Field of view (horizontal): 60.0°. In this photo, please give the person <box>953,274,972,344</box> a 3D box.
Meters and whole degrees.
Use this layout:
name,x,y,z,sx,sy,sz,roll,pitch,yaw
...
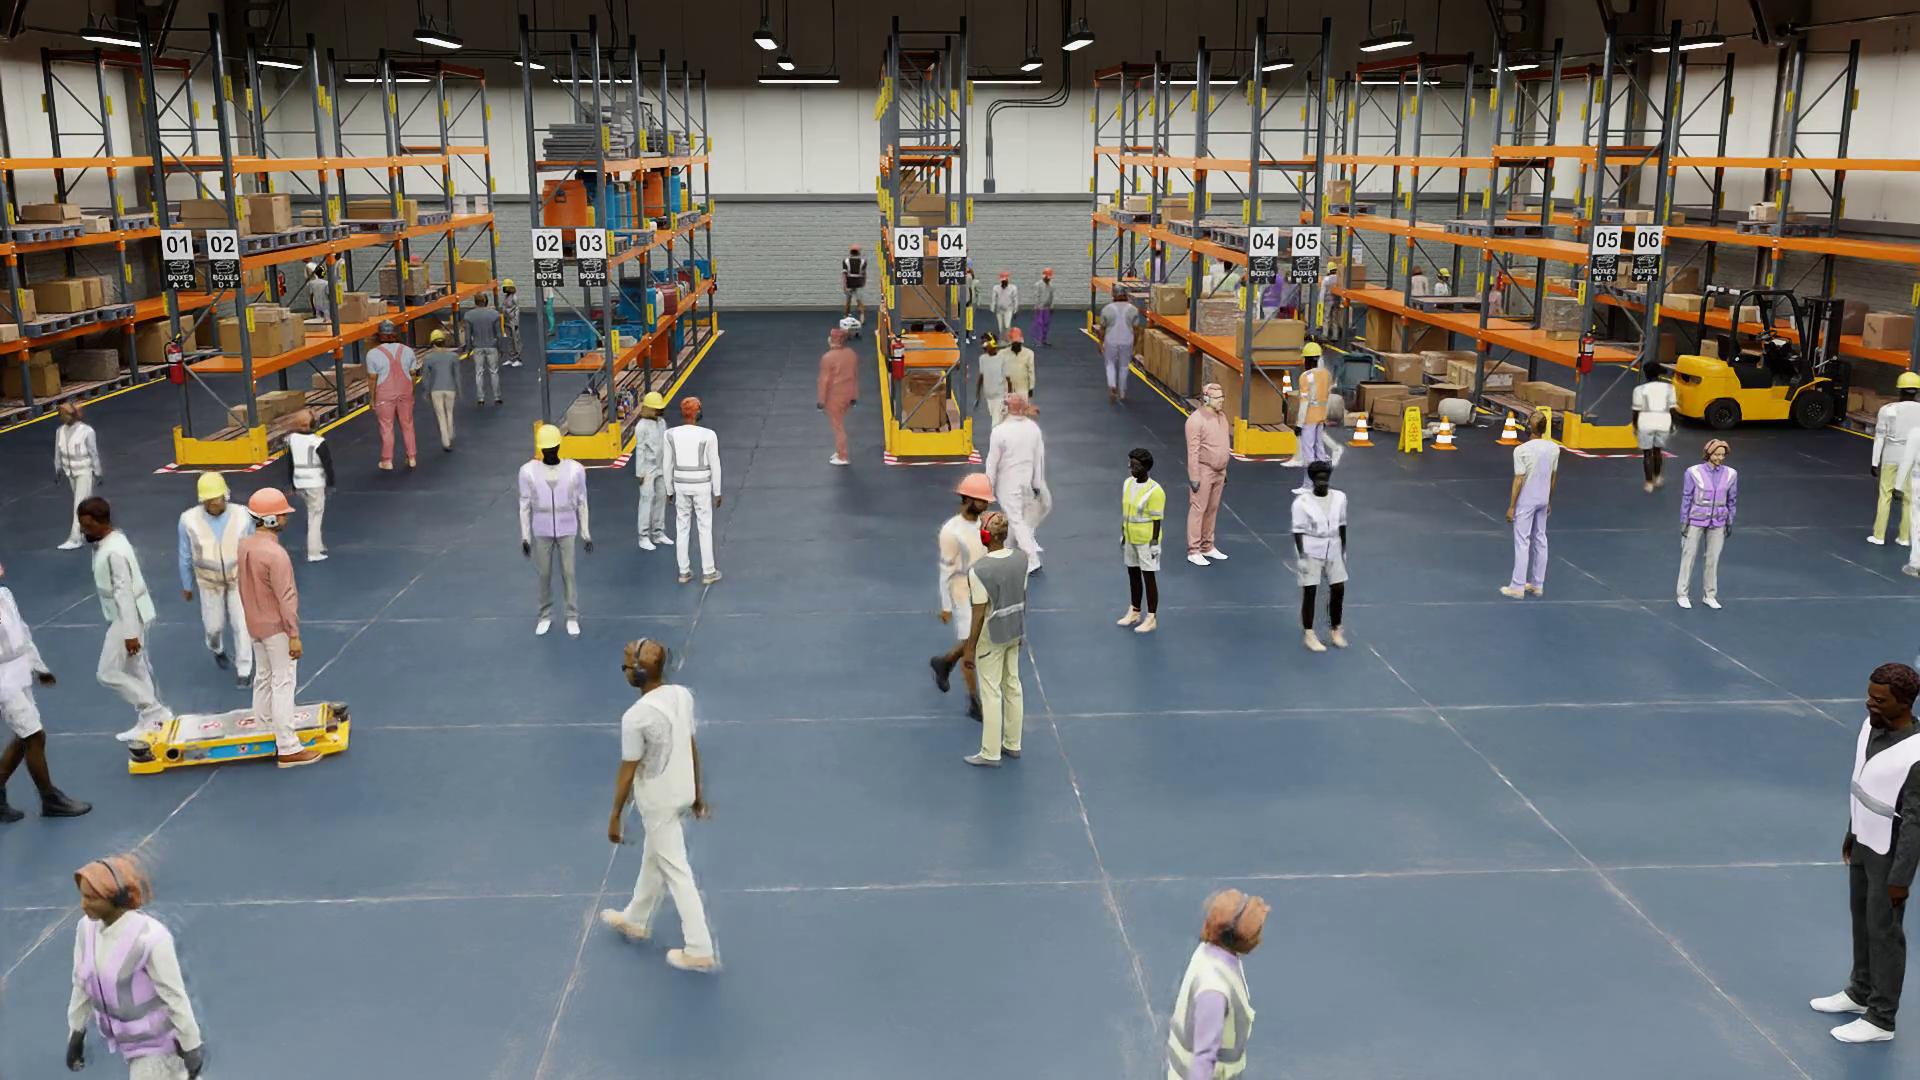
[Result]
name,x,y,z,sx,sy,sz,roll,pitch,yaw
person,0.021,-5.314,37.174,0.506,1.862,0.331,2,13,10

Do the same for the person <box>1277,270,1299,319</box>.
name,x,y,z,sx,sy,sz,roll,pitch,yaw
person,7.334,-5.211,37.212,0.498,1.634,0.282,0,13,0

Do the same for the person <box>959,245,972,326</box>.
name,x,y,z,sx,sy,sz,roll,pitch,yaw
person,0.053,-6.271,40.819,0.367,2.048,0.607,-9,16,-34

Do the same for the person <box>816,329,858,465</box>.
name,x,y,z,sx,sy,sz,roll,pitch,yaw
person,-1.746,-1.973,22.976,0.599,1.872,0.668,10,16,35

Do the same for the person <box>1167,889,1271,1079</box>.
name,x,y,z,sx,sy,sz,roll,pitch,yaw
person,0.912,2.089,6.392,0.681,1.629,0.558,2,13,8

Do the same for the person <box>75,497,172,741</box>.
name,x,y,z,sx,sy,sz,roll,pitch,yaw
person,-6.083,0.593,12.070,0.453,1.889,0.692,-8,16,-31

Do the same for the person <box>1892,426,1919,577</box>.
name,x,y,z,sx,sy,sz,roll,pitch,yaw
person,9.874,-0.555,16.989,0.591,1.872,0.480,0,13,1

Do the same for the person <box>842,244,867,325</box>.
name,x,y,z,sx,sy,sz,roll,pitch,yaw
person,-2.604,-6.294,41.051,0.608,1.990,0.741,-2,13,-7

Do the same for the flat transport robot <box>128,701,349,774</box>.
name,x,y,z,sx,sy,sz,roll,pitch,yaw
flat transport robot,-5.203,1.416,12.062,1.431,0.197,0.652,-5,14,-19

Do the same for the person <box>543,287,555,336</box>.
name,x,y,z,sx,sy,sz,roll,pitch,yaw
person,-9.616,-5.630,38.709,0.313,1.769,0.525,-2,13,-7

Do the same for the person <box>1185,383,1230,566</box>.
name,x,y,z,sx,sy,sz,roll,pitch,yaw
person,2.632,-0.699,17.513,0.407,1.910,0.638,11,17,39

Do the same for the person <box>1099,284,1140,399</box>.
name,x,y,z,sx,sy,sz,roll,pitch,yaw
person,2.766,-3.443,28.854,0.703,2.000,0.651,0,13,0

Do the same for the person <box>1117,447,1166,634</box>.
name,x,y,z,sx,sy,sz,roll,pitch,yaw
person,1.640,-0.003,15.039,0.320,1.691,0.534,-8,15,-31

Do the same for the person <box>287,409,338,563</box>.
name,x,y,z,sx,sy,sz,roll,pitch,yaw
person,-6.825,-0.590,17.662,0.538,1.619,0.568,6,14,23

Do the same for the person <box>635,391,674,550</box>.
name,x,y,z,sx,sy,sz,roll,pitch,yaw
person,-3.327,-0.768,18.180,0.342,1.733,0.521,7,15,27

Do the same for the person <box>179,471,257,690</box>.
name,x,y,z,sx,sy,sz,roll,pitch,yaw
person,-5.973,0.300,13.485,0.621,1.809,0.591,-6,15,-24

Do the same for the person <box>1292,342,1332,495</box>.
name,x,y,z,sx,sy,sz,roll,pitch,yaw
person,4.422,-1.528,20.985,0.593,1.925,0.384,-12,18,-42

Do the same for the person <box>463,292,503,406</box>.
name,x,y,z,sx,sy,sz,roll,pitch,yaw
person,-8.057,-3.232,28.188,0.627,1.936,0.374,-3,14,-12

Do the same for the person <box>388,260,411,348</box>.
name,x,y,z,sx,sy,sz,roll,pitch,yaw
person,-11.973,-4.959,35.407,0.618,1.988,0.397,-1,13,-4

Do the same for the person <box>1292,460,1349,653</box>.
name,x,y,z,sx,sy,sz,roll,pitch,yaw
person,3.136,0.135,14.452,0.546,1.682,0.395,-4,14,-15

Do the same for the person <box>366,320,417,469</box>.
name,x,y,z,sx,sy,sz,roll,pitch,yaw
person,-7.775,-1.994,22.713,0.679,2.000,0.537,-11,17,-38

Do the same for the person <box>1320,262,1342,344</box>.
name,x,y,z,sx,sy,sz,roll,pitch,yaw
person,8.263,-5.284,37.123,0.593,1.827,0.404,-6,15,-24

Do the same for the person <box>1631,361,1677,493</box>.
name,x,y,z,sx,sy,sz,roll,pitch,yaw
person,8.815,-1.446,21.209,0.563,1.654,0.611,0,13,2

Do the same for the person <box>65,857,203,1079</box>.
name,x,y,z,sx,sy,sz,roll,pitch,yaw
person,-3.308,2.017,6.650,0.541,1.596,0.845,8,15,30

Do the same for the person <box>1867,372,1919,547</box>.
name,x,y,z,sx,sy,sz,roll,pitch,yaw
person,10.334,-0.883,18.277,0.588,1.919,0.398,3,14,12

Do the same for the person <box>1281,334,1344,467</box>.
name,x,y,z,sx,sy,sz,roll,pitch,yaw
person,4.849,-1.887,22.696,0.771,1.845,0.524,-2,13,-8

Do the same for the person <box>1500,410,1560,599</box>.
name,x,y,z,sx,sy,sz,roll,pitch,yaw
person,5.535,-0.344,16.146,0.508,1.846,0.345,-5,14,-21

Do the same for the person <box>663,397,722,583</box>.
name,x,y,z,sx,sy,sz,roll,pitch,yaw
person,-2.679,-0.499,16.717,0.583,1.882,0.337,2,13,10

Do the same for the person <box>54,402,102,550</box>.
name,x,y,z,sx,sy,sz,roll,pitch,yaw
person,-9.726,-0.721,18.306,0.535,1.584,0.841,5,14,20

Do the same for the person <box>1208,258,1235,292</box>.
name,x,y,z,sx,sy,sz,roll,pitch,yaw
person,6.247,-5.914,39.699,0.673,1.855,0.960,4,14,16

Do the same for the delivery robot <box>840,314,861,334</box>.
name,x,y,z,sx,sy,sz,roll,pitch,yaw
delivery robot,-2.507,-4.922,38.102,0.477,0.478,0.707,-5,14,-20

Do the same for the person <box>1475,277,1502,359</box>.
name,x,y,z,sx,sy,sz,roll,pitch,yaw
person,10.804,-4.537,34.101,0.540,1.750,0.387,3,14,14

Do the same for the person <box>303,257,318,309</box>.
name,x,y,z,sx,sy,sz,roll,pitch,yaw
person,-15.895,-6.170,40.892,0.445,1.823,0.579,-1,13,-4

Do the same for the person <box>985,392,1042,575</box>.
name,x,y,z,sx,sy,sz,roll,pitch,yaw
person,0.561,-0.588,17.142,0.656,1.867,0.969,-12,18,-41

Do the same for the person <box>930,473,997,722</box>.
name,x,y,z,sx,sy,sz,roll,pitch,yaw
person,0.053,0.405,12.829,0.757,1.913,0.552,13,18,43

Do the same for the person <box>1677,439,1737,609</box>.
name,x,y,z,sx,sy,sz,roll,pitch,yaw
person,7.085,-0.152,15.792,0.514,1.634,0.313,0,13,1

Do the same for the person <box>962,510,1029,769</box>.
name,x,y,z,sx,sy,sz,roll,pitch,yaw
person,0.261,0.702,11.706,0.389,1.847,0.563,12,18,40

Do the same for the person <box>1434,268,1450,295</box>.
name,x,y,z,sx,sy,sz,roll,pitch,yaw
person,10.390,-4.983,35.966,0.321,1.769,0.523,9,16,34

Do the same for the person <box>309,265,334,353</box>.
name,x,y,z,sx,sy,sz,roll,pitch,yaw
person,-13.572,-4.913,35.446,0.526,1.871,0.324,2,13,10

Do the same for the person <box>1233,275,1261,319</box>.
name,x,y,z,sx,sy,sz,roll,pitch,yaw
person,5.595,-4.266,32.672,0.573,1.887,0.355,3,14,13

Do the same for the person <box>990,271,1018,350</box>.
name,x,y,z,sx,sy,sz,roll,pitch,yaw
person,0.922,-4.920,35.799,0.566,1.721,0.761,5,14,19

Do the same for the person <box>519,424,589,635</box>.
name,x,y,z,sx,sy,sz,roll,pitch,yaw
person,-3.631,-0.091,14.909,0.593,1.924,0.384,-3,14,-12

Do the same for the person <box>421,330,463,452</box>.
name,x,y,z,sx,sy,sz,roll,pitch,yaw
person,-7.538,-2.173,24.094,0.553,1.736,0.740,-9,16,-33

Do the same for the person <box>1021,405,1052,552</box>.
name,x,y,z,sx,sy,sz,roll,pitch,yaw
person,0.791,-0.665,17.968,0.388,1.614,0.539,5,14,20

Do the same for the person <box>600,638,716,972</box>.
name,x,y,z,sx,sy,sz,roll,pitch,yaw
person,-1.679,1.393,8.872,0.909,1.800,0.529,6,15,24

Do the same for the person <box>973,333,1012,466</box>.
name,x,y,z,sx,sy,sz,roll,pitch,yaw
person,0.411,-1.926,22.888,0.494,1.823,0.863,11,17,40

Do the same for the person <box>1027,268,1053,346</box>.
name,x,y,z,sx,sy,sz,roll,pitch,yaw
person,1.813,-5.148,36.748,0.505,1.725,0.668,12,18,42

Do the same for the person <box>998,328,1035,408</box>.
name,x,y,z,sx,sy,sz,roll,pitch,yaw
person,0.818,-2.264,24.507,0.567,1.733,0.372,0,13,2

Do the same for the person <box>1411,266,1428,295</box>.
name,x,y,z,sx,sy,sz,roll,pitch,yaw
person,10.828,-5.693,39.372,0.495,1.577,0.852,0,13,-2

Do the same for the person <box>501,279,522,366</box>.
name,x,y,z,sx,sy,sz,roll,pitch,yaw
person,-9.021,-4.359,33.372,0.491,1.744,0.295,12,18,41

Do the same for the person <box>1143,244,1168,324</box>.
name,x,y,z,sx,sy,sz,roll,pitch,yaw
person,4.803,-6.267,40.902,0.628,1.996,0.991,1,13,3

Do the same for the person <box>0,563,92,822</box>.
name,x,y,z,sx,sy,sz,roll,pitch,yaw
person,-6.077,0.919,10.721,0.656,1.884,0.646,-4,14,-16

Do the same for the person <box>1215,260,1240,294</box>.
name,x,y,z,sx,sy,sz,roll,pitch,yaw
person,5.985,-5.378,37.429,0.593,1.874,1.021,-1,13,-5

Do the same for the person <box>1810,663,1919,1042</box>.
name,x,y,z,sx,sy,sz,roll,pitch,yaw
person,4.519,1.516,8.130,0.396,1.911,0.588,1,13,6

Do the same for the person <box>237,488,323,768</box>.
name,x,y,z,sx,sy,sz,roll,pitch,yaw
person,-4.841,0.612,11.774,0.621,1.992,0.397,11,17,40

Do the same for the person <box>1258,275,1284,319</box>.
name,x,y,z,sx,sy,sz,roll,pitch,yaw
person,6.767,-5.194,36.761,0.626,1.806,0.828,-11,17,-39

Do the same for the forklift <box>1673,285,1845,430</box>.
name,x,y,z,sx,sy,sz,roll,pitch,yaw
forklift,12.503,-2.886,26.166,2.313,2.155,1.214,-1,13,-3
